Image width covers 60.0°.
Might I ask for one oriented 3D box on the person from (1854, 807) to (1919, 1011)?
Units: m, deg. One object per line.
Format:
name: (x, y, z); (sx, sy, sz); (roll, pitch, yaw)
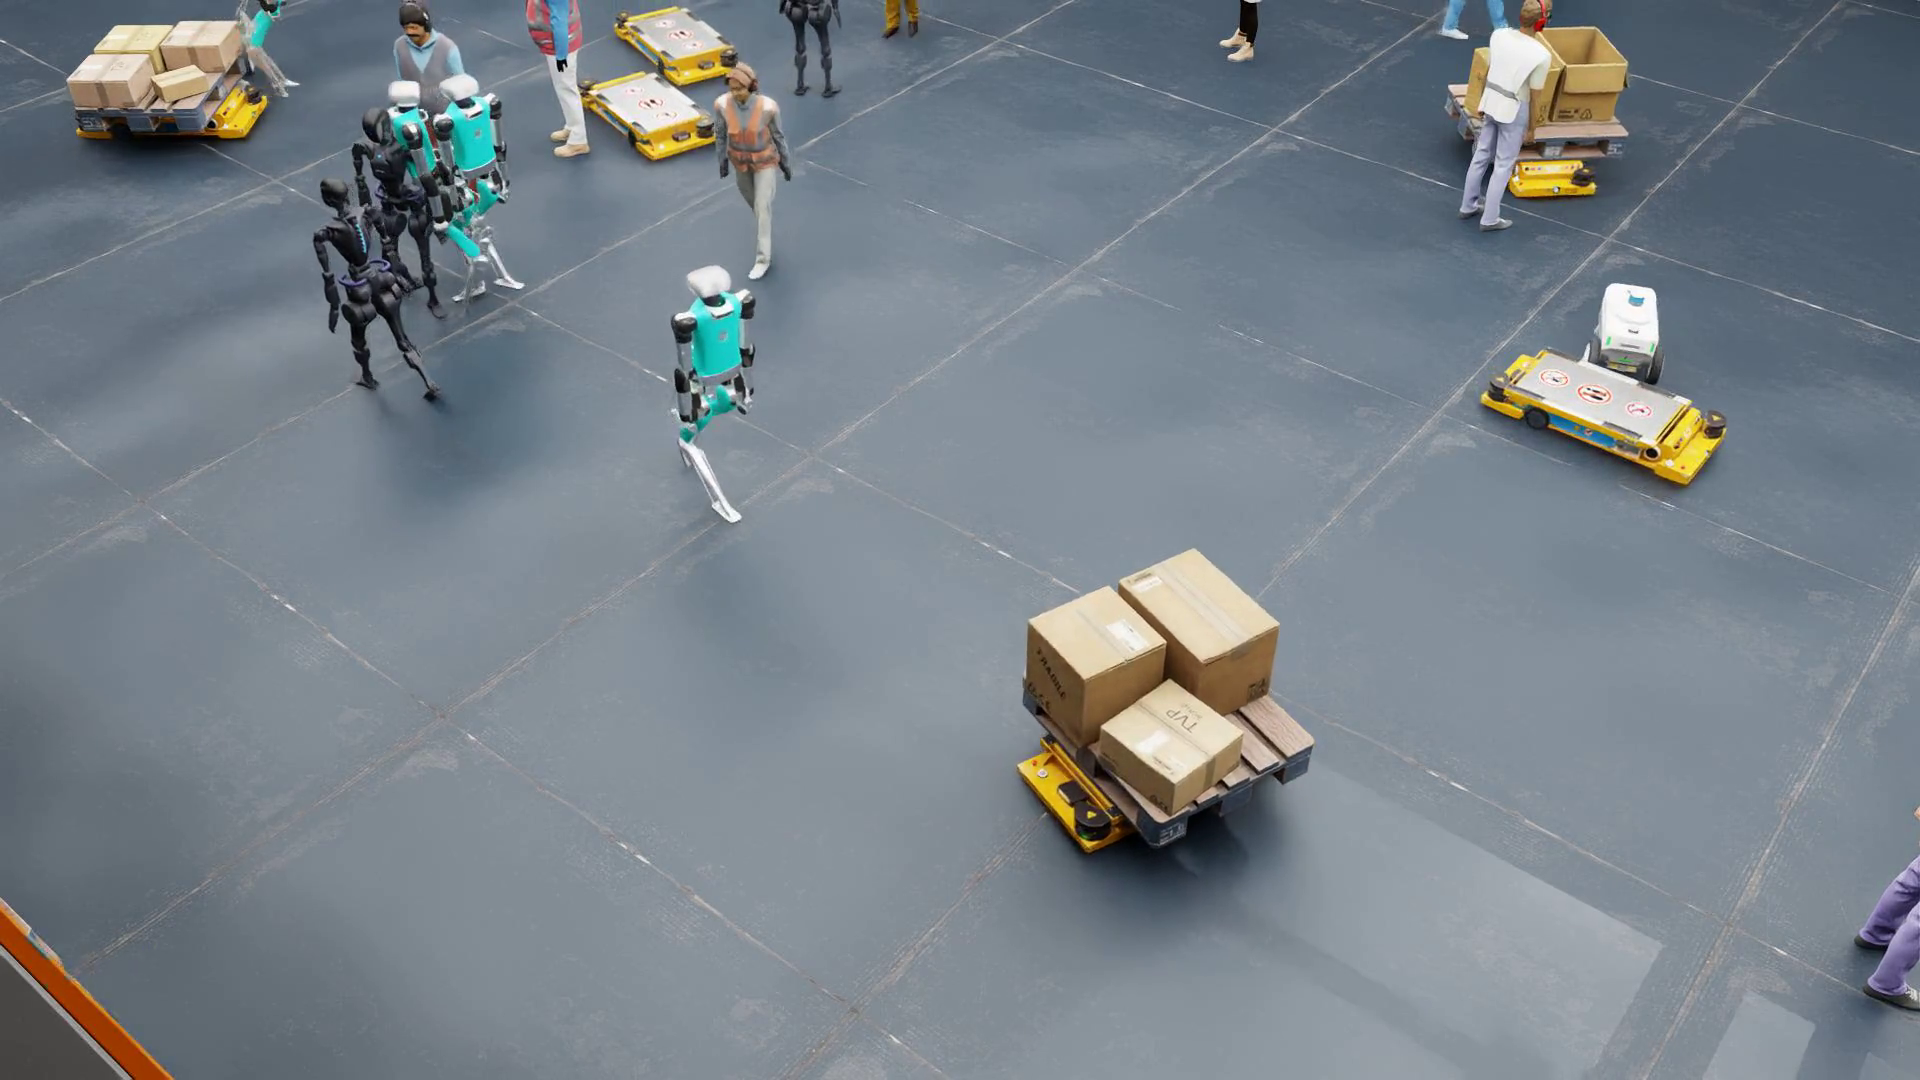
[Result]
person: (4.386, 1.349, 7.287); (0.390, 1.834, 0.559); (10, 41, 12)

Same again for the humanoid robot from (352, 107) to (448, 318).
humanoid robot: (-3.923, -2.339, 11.750); (0.618, 1.645, 0.477); (7, 41, 8)

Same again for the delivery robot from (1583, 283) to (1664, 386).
delivery robot: (4.648, -1.452, 11.557); (0.521, 0.583, 0.752); (11, 42, 12)

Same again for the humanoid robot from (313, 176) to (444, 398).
humanoid robot: (-3.880, -1.629, 10.950); (0.778, 1.634, 0.612); (25, 46, 26)

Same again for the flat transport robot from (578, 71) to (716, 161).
flat transport robot: (-2.721, -3.723, 14.457); (0.659, 0.231, 1.431); (-25, 46, -27)

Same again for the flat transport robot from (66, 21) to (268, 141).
flat transport robot: (-6.849, -3.715, 14.448); (1.431, 0.231, 0.659); (0, 40, 0)

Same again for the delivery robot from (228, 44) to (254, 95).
delivery robot: (-6.660, -4.317, 14.948); (0.522, 0.612, 0.783); (-11, 42, -12)

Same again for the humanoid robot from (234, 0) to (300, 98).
humanoid robot: (-6.157, -4.741, 14.527); (0.681, 1.803, 0.530); (-6, 41, -7)

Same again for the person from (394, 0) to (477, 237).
person: (-3.941, -3.213, 12.628); (0.581, 1.859, 0.439); (4, 41, 4)

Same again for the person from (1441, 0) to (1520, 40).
person: (4.963, -5.423, 15.355); (0.782, 1.694, 0.508); (19, 44, 21)

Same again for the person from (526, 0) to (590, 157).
person: (-3.316, -4.088, 13.683); (0.430, 1.832, 0.640); (-13, 42, -15)

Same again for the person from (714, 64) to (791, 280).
person: (-1.518, -2.835, 12.383); (0.551, 1.596, 0.802); (9, 41, 10)

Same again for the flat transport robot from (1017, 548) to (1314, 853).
flat transport robot: (1.076, 1.100, 8.783); (1.431, 0.231, 0.659); (-22, 45, -24)

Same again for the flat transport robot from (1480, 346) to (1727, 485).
flat transport robot: (4.287, -0.860, 11.090); (1.431, 0.231, 0.659); (28, 48, 29)

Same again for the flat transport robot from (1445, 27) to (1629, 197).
flat transport robot: (4.784, -3.308, 13.969); (0.659, 0.231, 1.431); (-2, 40, -3)

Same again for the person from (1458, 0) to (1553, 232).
person: (4.152, -3.229, 12.670); (0.381, 1.839, 0.560); (-21, 45, -23)

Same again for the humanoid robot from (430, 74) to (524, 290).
humanoid robot: (-3.554, -2.531, 11.934); (0.714, 1.808, 0.531); (30, 49, 30)

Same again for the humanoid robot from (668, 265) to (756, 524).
humanoid robot: (-1.633, -0.974, 10.111); (0.548, 1.787, 0.938); (-29, 48, -29)

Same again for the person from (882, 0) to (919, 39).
person: (-0.571, -5.485, 15.400); (0.512, 1.740, 0.408); (13, 42, 15)

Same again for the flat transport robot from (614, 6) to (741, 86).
flat transport robot: (-2.647, -4.647, 15.545); (0.659, 0.231, 1.431); (-22, 45, -24)

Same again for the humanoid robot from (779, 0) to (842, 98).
humanoid robot: (-1.330, -4.688, 14.511); (0.616, 1.657, 0.328); (15, 43, 17)

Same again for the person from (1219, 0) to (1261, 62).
person: (2.620, -5.208, 15.099); (0.319, 1.699, 0.532); (-3, 40, -3)

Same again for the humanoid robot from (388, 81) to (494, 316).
humanoid robot: (-3.568, -2.411, 11.821); (0.664, 1.840, 0.548); (-16, 43, -18)
